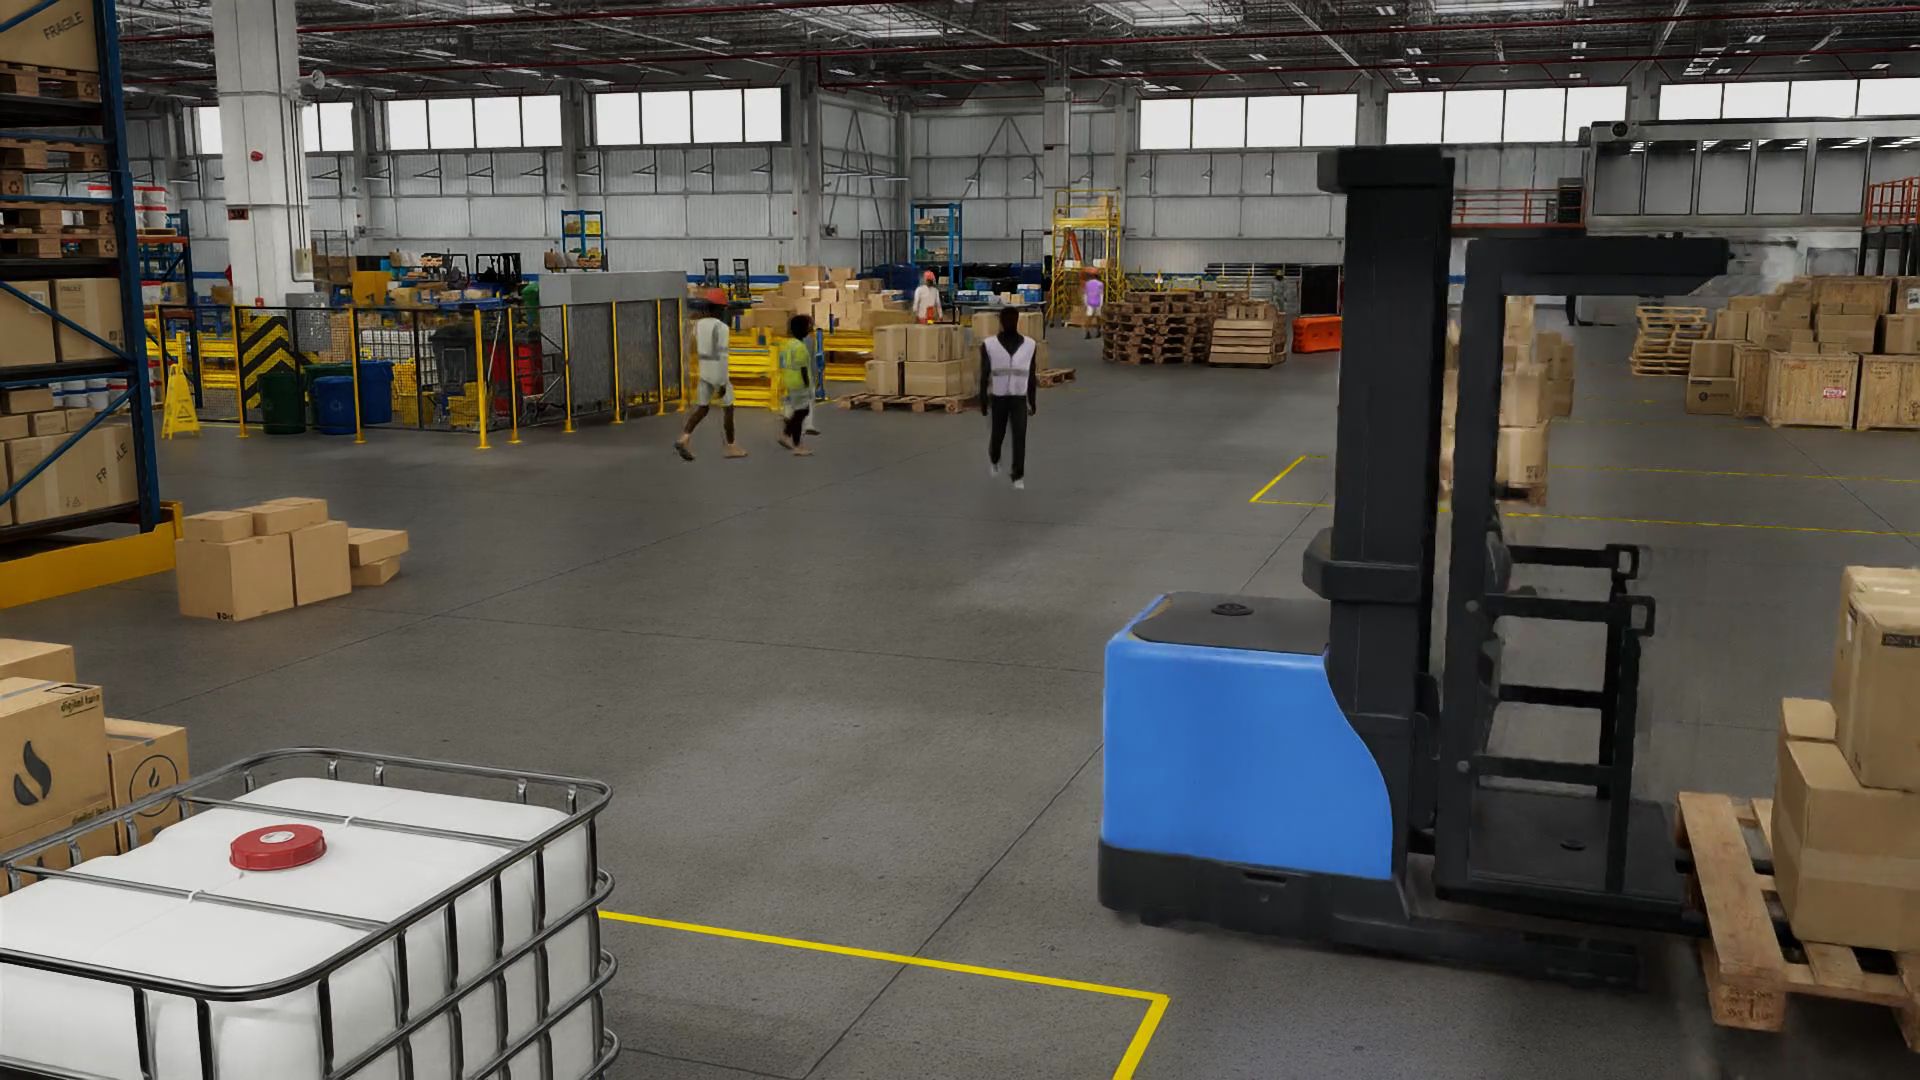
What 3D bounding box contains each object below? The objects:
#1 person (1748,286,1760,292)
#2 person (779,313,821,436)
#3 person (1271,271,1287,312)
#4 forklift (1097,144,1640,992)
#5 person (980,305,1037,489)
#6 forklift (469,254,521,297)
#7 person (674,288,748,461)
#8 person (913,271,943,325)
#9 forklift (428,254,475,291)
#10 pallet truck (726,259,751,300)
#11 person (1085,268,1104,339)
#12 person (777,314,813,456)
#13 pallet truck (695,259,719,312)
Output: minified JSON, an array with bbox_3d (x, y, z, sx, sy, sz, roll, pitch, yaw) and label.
[{"bbox_3d":[27.438,-8.514,57.533,0.497,1.625,0.287,6,12,31],"label":"person"},{"bbox_3d":[-2.090,-2.160,21.808,0.472,1.622,0.505,-8,13,-39],"label":"person"},{"bbox_3d":[10.120,-7.697,52.774,0.499,1.697,0.909,2,10,14],"label":"person"},{"bbox_3d":[1.538,-0.001,6.077,1.873,2.768,1.129,3,11,19],"label":"forklift"},{"bbox_3d":[0.493,-1.503,17.344,0.599,1.897,0.801,-1,10,-7],"label":"person"},{"bbox_3d":[-17.990,-10.121,64.684,1.157,1.987,2.680,3,11,17],"label":"forklift"},{"bbox_3d":[-2.915,-1.911,19.292,0.613,2.016,0.943,9,13,40],"label":"person"},{"bbox_3d":[-0.657,-4.770,35.591,0.643,1.927,1.070,-8,13,-38],"label":"person"},{"bbox_3d":[-20.133,-10.254,65.465,1.157,1.987,2.680,3,11,19],"label":"forklift"},{"bbox_3d":[-7.986,-9.493,62.019,0.823,1.965,1.885,3,11,17],"label":"pallet truck"},{"bbox_3d":[3.585,-6.340,44.591,0.553,1.884,1.041,4,11,20],"label":"person"},{"bbox_3d":[-1.909,-1.822,19.701,0.357,1.689,0.545,-3,10,-16],"label":"person"},{"bbox_3d":[-9.165,-9.627,62.776,0.823,1.965,1.885,4,11,23],"label":"pallet truck"}]
